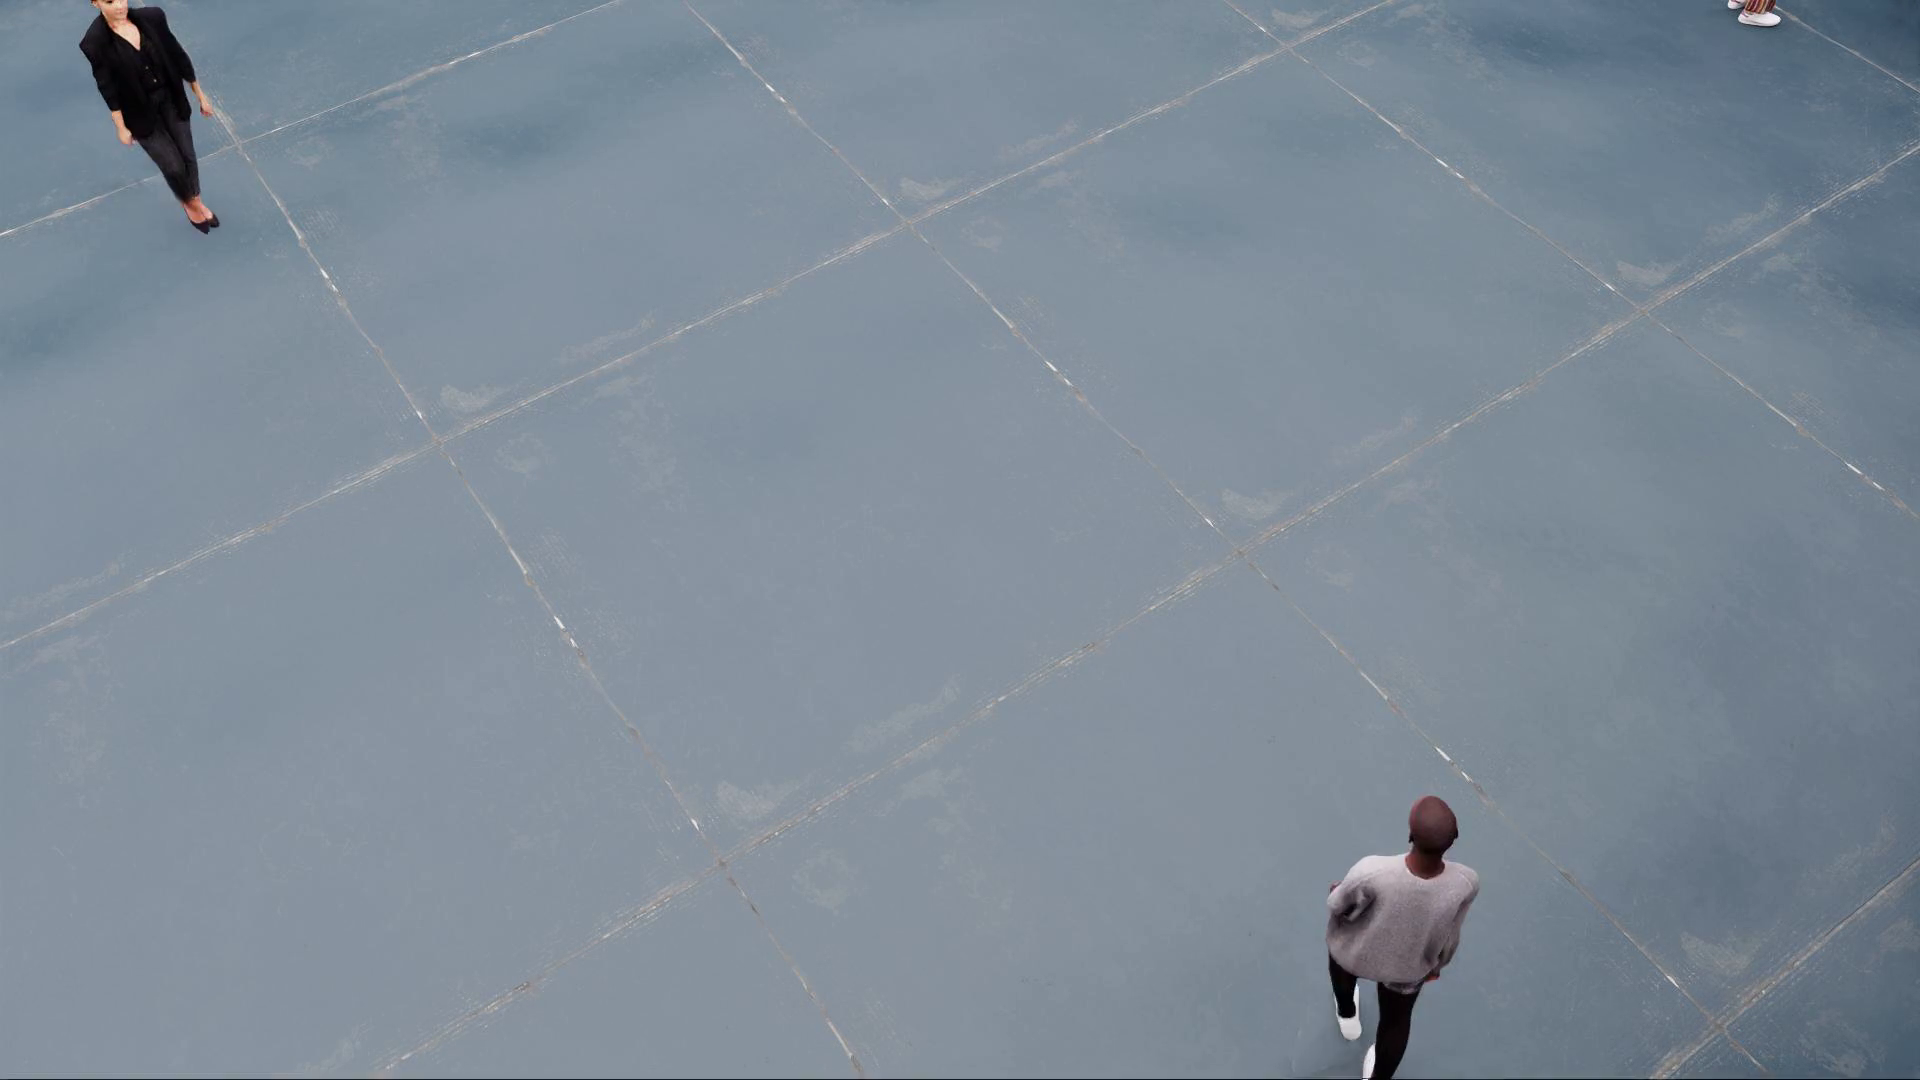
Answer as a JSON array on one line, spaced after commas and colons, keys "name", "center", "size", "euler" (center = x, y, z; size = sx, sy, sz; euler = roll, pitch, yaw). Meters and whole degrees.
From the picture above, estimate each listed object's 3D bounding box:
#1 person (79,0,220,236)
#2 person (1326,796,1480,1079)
[{"name": "person", "center": [-4.508, -2.421, 9.209], "size": [0.724, 1.703, 0.744], "euler": [31, 58, 22]}, {"name": "person", "center": [1.536, 1.569, 6.100], "size": [0.896, 1.736, 0.966], "euler": [10, 53, 8]}]
